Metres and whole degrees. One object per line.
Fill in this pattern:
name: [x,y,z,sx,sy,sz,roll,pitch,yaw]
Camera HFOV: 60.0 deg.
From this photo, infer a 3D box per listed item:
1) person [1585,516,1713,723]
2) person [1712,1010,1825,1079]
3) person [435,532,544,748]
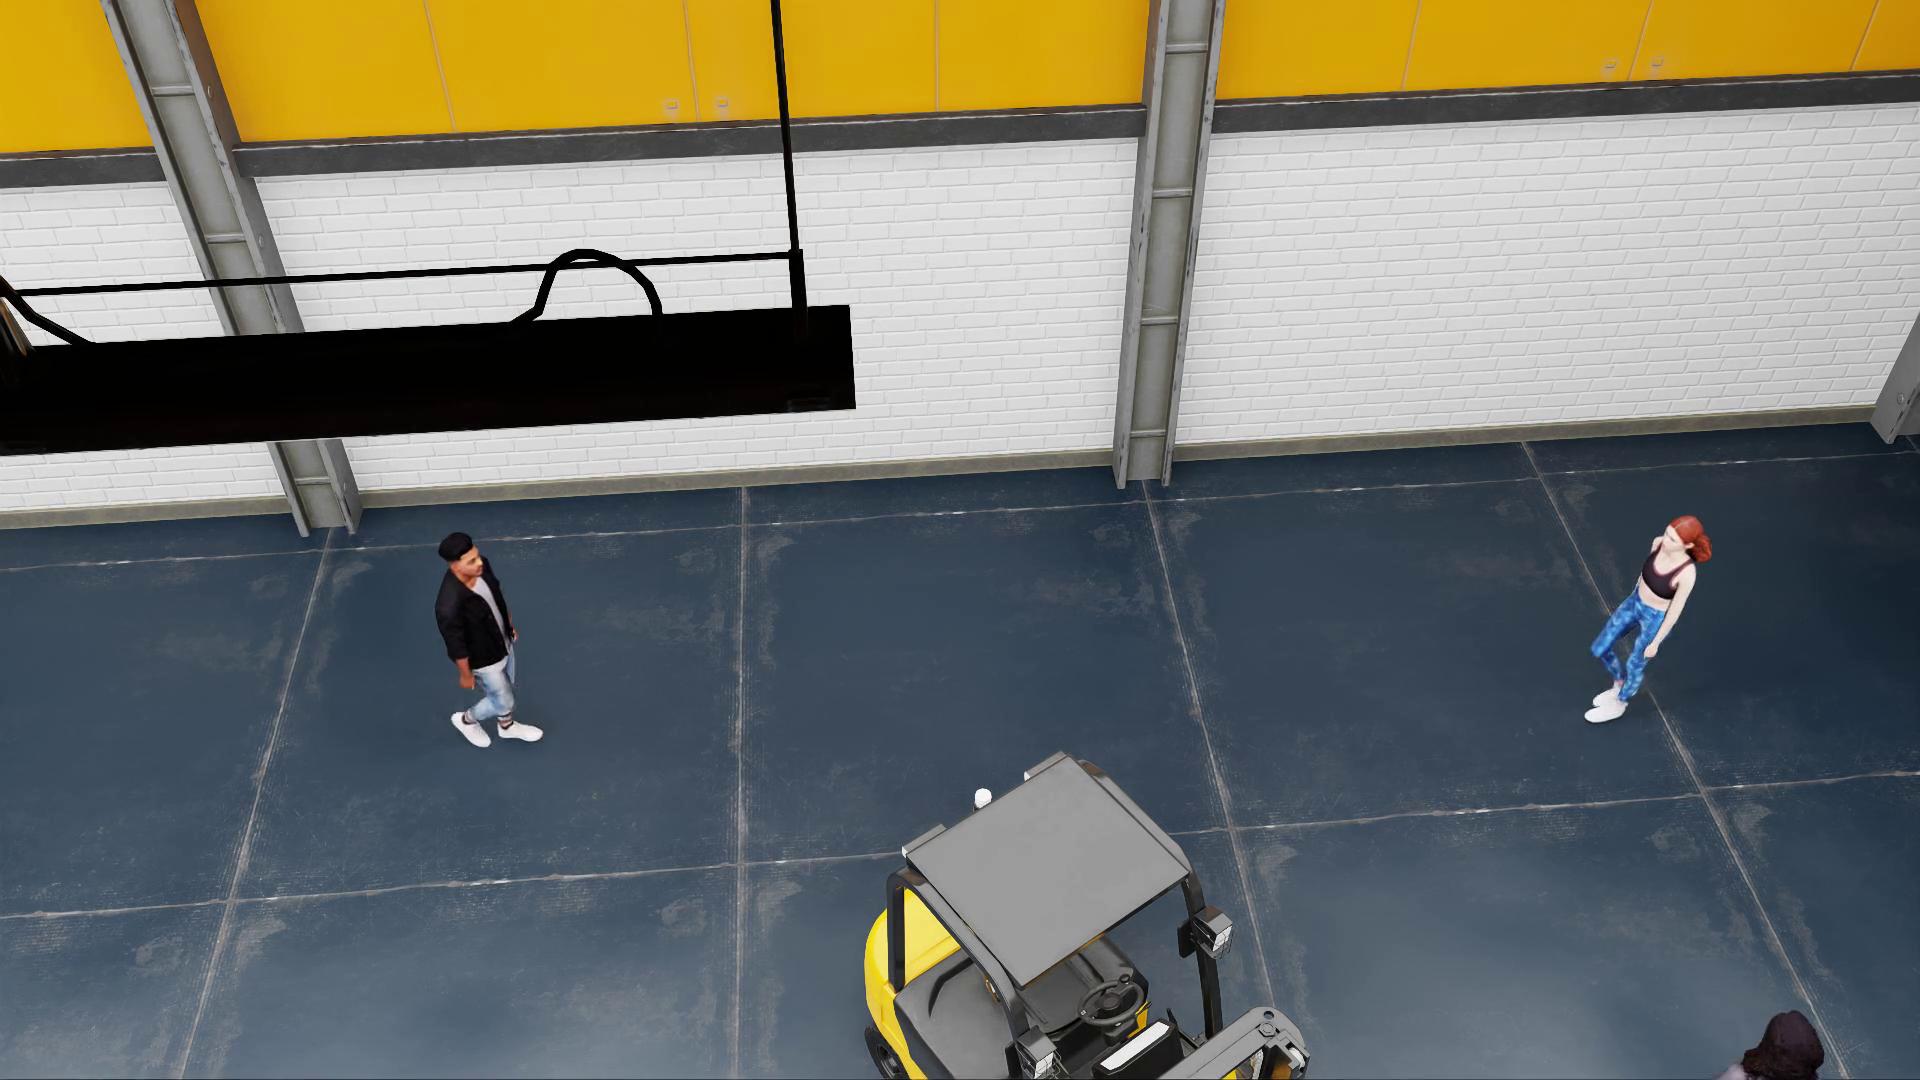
person: [4.299,0.498,10.252,0.686,1.779,0.643,-10,44,-10]
person: [3.675,2.874,7.803,1.160,1.716,0.791,2,44,2]
person: [-2.984,0.617,10.112,0.838,1.798,0.792,7,44,7]
